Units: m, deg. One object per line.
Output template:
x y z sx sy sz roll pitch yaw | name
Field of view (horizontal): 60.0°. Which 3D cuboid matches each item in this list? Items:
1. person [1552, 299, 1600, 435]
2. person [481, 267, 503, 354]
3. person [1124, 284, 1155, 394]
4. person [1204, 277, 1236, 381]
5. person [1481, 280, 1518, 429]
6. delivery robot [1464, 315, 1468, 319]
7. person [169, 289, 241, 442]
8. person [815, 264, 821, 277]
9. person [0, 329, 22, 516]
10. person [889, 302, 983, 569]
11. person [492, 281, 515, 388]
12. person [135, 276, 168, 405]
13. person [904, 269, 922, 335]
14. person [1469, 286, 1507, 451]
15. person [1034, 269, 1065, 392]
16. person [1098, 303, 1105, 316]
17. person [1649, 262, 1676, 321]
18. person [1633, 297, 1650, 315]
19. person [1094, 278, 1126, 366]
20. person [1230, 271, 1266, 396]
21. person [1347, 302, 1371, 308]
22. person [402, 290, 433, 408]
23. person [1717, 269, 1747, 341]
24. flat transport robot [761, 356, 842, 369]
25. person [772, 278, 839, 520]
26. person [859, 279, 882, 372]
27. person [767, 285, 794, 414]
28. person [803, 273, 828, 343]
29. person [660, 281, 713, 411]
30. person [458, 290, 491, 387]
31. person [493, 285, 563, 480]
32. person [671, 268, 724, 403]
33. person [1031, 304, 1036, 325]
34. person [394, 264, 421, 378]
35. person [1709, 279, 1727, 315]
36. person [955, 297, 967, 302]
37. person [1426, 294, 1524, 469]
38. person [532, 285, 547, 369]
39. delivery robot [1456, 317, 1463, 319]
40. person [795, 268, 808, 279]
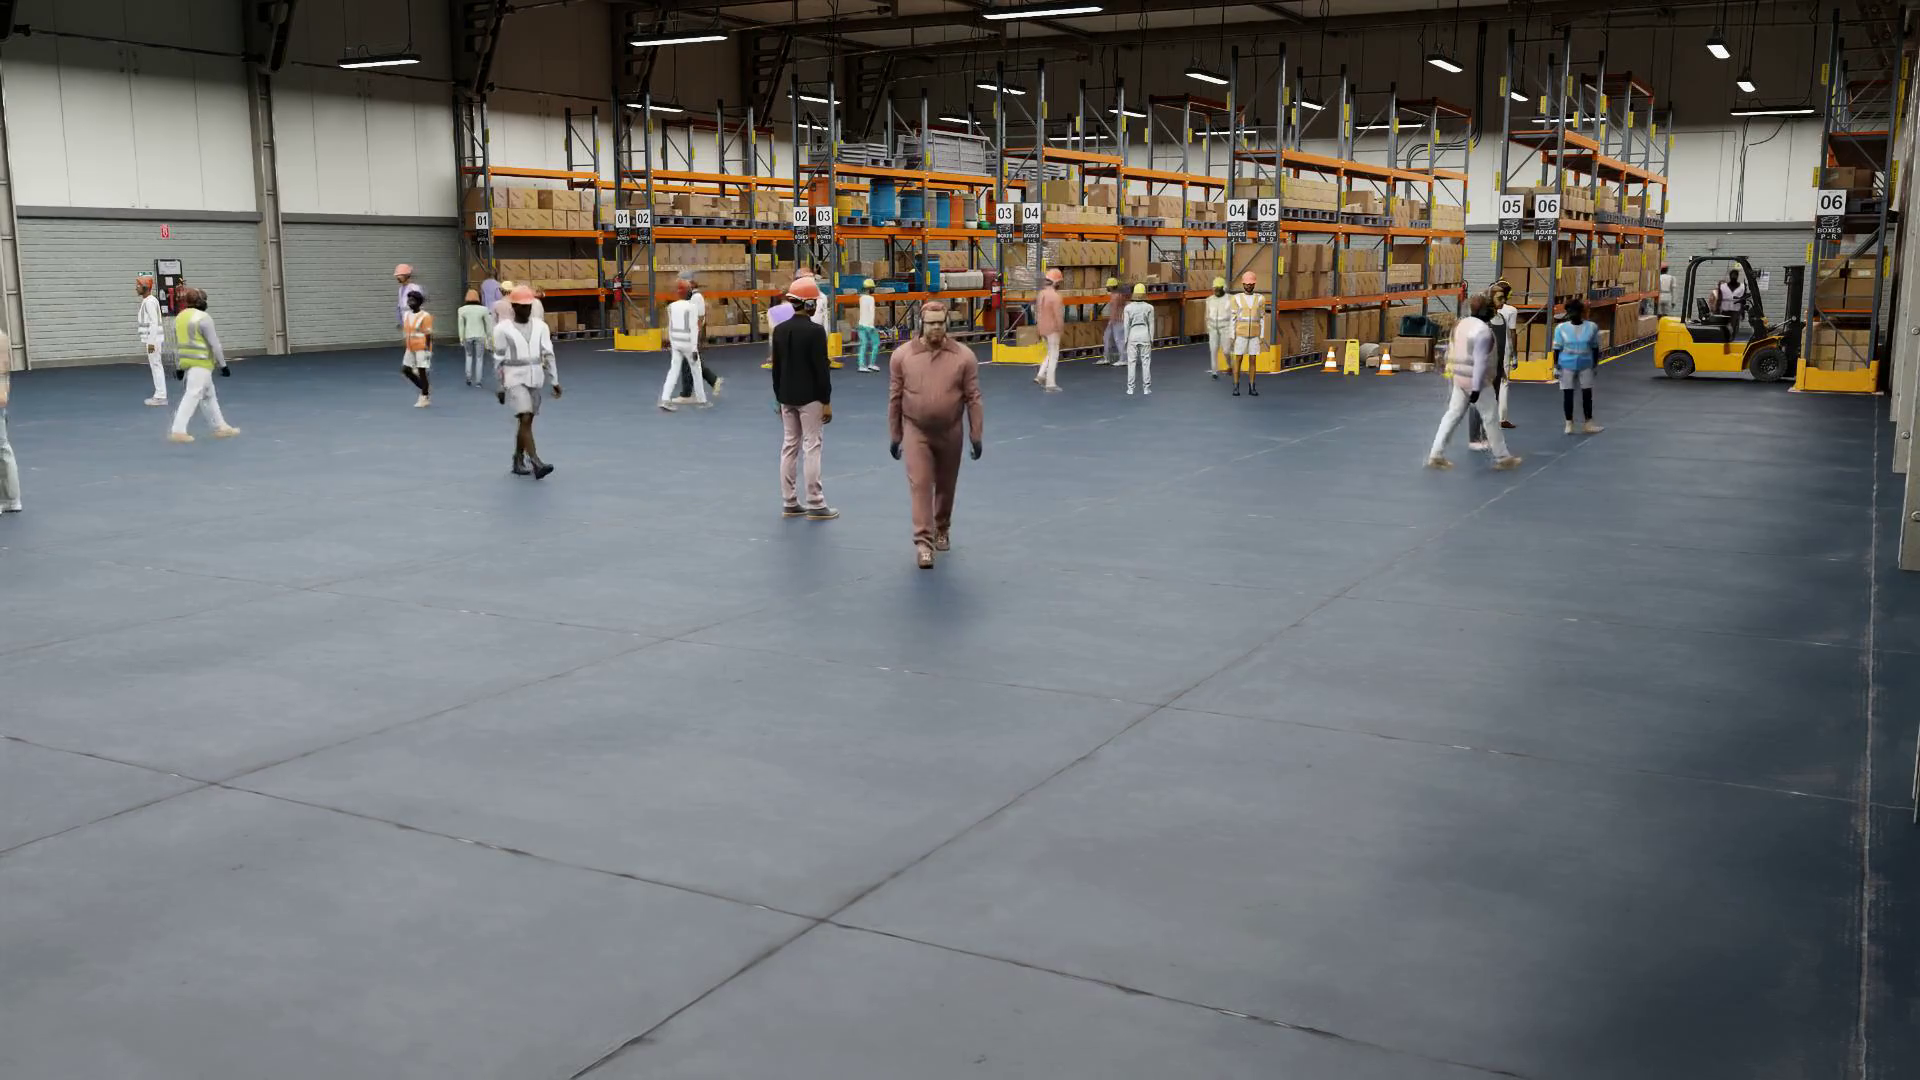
7.472 -2.101 20.221 0.551 1.659 0.422 3 10 14 | person
-10.344 -5.087 36.924 0.635 1.938 0.359 6 11 32 | person
2.826 -3.170 26.267 0.488 1.744 0.294 1 10 5 | person
4.563 -3.693 29.108 0.612 1.818 0.480 5 11 26 | person
6.835 -2.345 21.055 0.325 1.877 0.521 -9 13 -42 | person
13.852 -5.919 45.562 0.707 0.478 0.477 -2 10 -12 | delivery robot
-9.005 -2.061 19.648 0.628 1.800 0.952 8 12 38 | person
-4.034 -6.932 47.638 0.607 1.966 0.373 9 13 43 | person
-8.191 -1.137 13.896 0.395 1.909 0.656 1 10 7 | person
-0.177 -0.782 11.956 0.663 1.864 0.993 -1 10 -5 | person
-7.456 -3.386 27.470 0.533 1.765 0.319 2 10 14 | person
-11.837 -2.913 24.352 0.337 1.882 0.585 -5 11 -25 | person
-1.220 -6.285 44.243 0.590 1.833 0.404 6 12 33 | person
5.943 -1.923 18.670 0.514 1.846 0.339 -6 12 -33 | person
1.476 -3.337 26.557 0.441 1.974 0.642 -6 11 -30 | person
4.434 -7.616 51.795 0.558 1.915 0.557 -8 12 -38 | person
18.460 -6.293 43.733 0.600 2.018 0.473 0 10 1 | person
17.824 -6.188 43.654 1.039 1.847 0.652 7 12 36 | person
2.955 -4.312 32.935 0.743 1.735 0.552 0 10 1 | person
4.493 -3.213 25.952 0.551 1.935 0.371 0 10 -2 | person
10.329 -6.089 42.962 0.586 1.886 0.980 6 11 30 | person
-7.770 -2.732 23.845 0.544 1.684 0.369 6 11 30 | person
17.337 -5.144 37.384 0.595 1.891 0.888 5 11 28 | person
-3.045 -3.411 31.986 1.431 0.197 0.652 -6 12 -33 | flat transport robot
-1.288 -1.164 13.783 0.609 1.996 0.383 8 13 40 | person
-1.679 -4.016 31.183 0.557 1.743 0.560 -6 11 -30 | person
-2.329 -2.567 22.611 0.585 1.798 0.980 -4 10 -21 | person
-2.388 -3.281 26.431 0.643 1.912 0.410 -4 10 -22 | person
-3.914 -2.744 23.508 0.587 1.841 0.963 6 12 33 | person
-8.124 -3.380 27.884 0.507 1.615 0.575 -1 10 -8 | person
-4.223 -1.536 16.278 0.546 1.879 1.000 -8 13 -40 | person
-3.931 -3.058 24.742 0.785 2.000 0.687 -4 10 -22 | person
1.902 -5.210 37.667 0.626 1.933 0.357 0 10 -1 | person
-9.870 -3.909 29.754 0.449 2.026 0.646 -9 13 -42 | person
18.689 -5.602 40.875 0.514 1.614 0.719 7 12 34 | person
0.125 -8.109 55.522 0.513 1.611 0.610 -3 10 -18 | person
5.255 -1.601 16.971 0.979 1.795 0.626 -2 10 -12 | person
-8.153 -4.088 31.992 0.425 1.618 0.519 -1 10 -7 | person
13.839 -6.017 46.138 0.477 0.478 0.707 -4 10 -23 | delivery robot
-3.014 -4.285 32.255 0.623 1.935 1.051 6 11 32 | person
